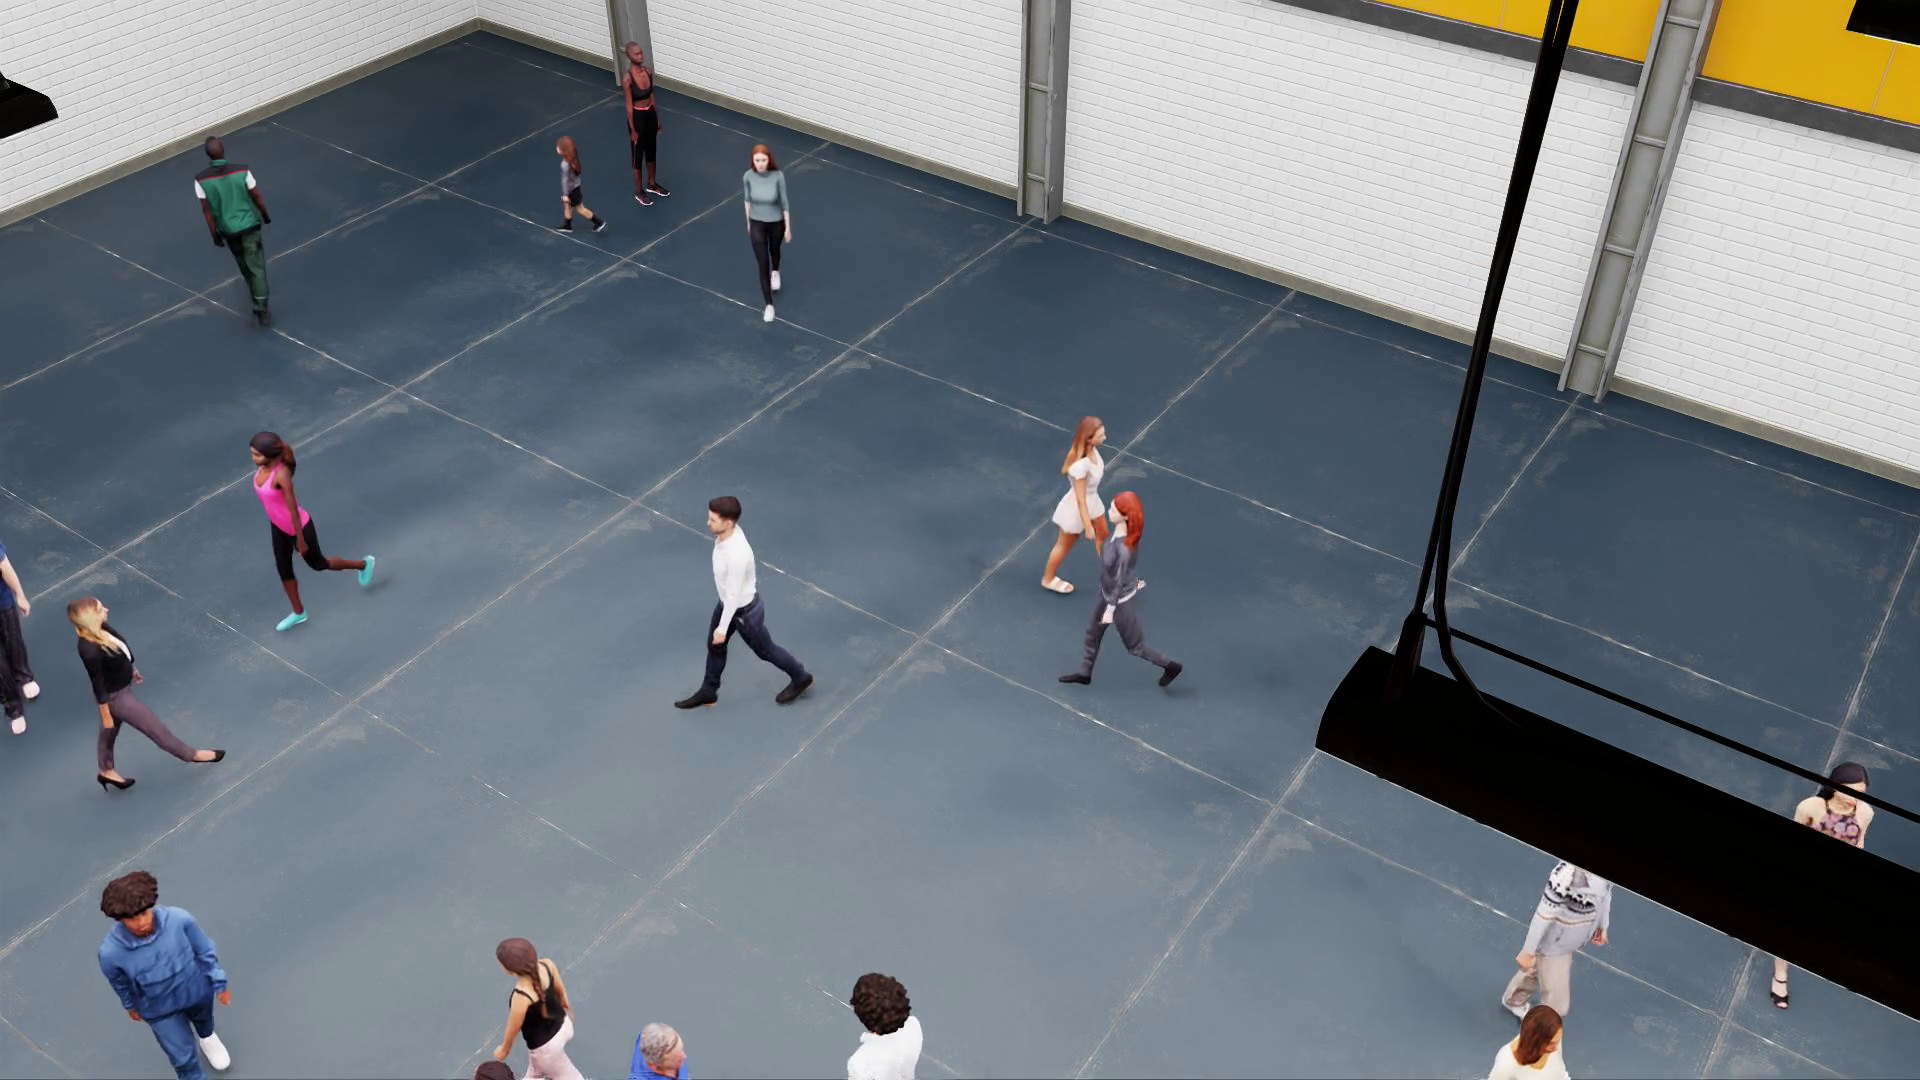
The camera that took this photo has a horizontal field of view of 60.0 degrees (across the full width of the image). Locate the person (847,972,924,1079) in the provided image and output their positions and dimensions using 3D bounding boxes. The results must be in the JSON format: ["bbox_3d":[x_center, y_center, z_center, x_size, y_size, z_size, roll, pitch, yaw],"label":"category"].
[{"bbox_3d":[-0.320,2.967,8.514,0.765,1.787,0.807,-27,46,-29],"label":"person"}]

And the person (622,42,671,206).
[{"bbox_3d":[-3.425,-4.509,17.899,0.529,1.757,0.573,25,45,28],"label":"person"}]

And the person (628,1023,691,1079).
[{"bbox_3d":[-1.617,3.015,8.455,1.259,1.786,1.047,4,39,5],"label":"person"}]

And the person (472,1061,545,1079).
[{"bbox_3d":[-2.147,3.197,8.375,0.740,1.602,0.665,28,47,31],"label":"person"}]

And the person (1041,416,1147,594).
[{"bbox_3d":[0.830,-0.245,12.641,1.090,1.657,0.748,13,40,15],"label":"person"}]

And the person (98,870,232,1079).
[{"bbox_3d":[-4.374,2.428,9.201,0.906,1.771,1.198,-26,45,-29],"label":"person"}]

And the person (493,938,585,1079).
[{"bbox_3d":[-2.164,2.730,9.027,1.122,1.516,0.771,9,40,12],"label":"person"}]

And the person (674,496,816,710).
[{"bbox_3d":[-1.431,0.465,11.610,1.183,1.833,1.249,-12,40,-15],"label":"person"}]

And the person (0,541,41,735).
[{"bbox_3d":[-6.865,0.414,11.663,0.808,1.848,0.962,-29,47,-31],"label":"person"}]

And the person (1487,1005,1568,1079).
[{"bbox_3d":[2.818,2.903,8.692,0.765,1.665,0.948,-26,46,-29],"label":"person"}]

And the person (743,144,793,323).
[{"bbox_3d":[-1.854,-3.063,16.138,1.155,1.695,1.117,-1,39,-2],"label":"person"}]

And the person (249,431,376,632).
[{"bbox_3d":[-4.911,-0.128,12.462,1.056,1.696,0.726,31,48,33],"label":"person"}]

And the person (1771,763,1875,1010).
[{"bbox_3d":[5.013,1.913,9.870,1.155,1.742,1.091,0,39,0],"label":"person"}]

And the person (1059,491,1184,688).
[{"bbox_3d":[1.198,0.419,11.737,1.164,1.746,1.028,-2,39,-2],"label":"person"}]

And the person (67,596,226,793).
[{"bbox_3d":[-5.682,1.072,11.014,1.015,1.628,1.084,-15,41,-18],"label":"person"}]

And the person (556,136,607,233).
[{"bbox_3d":[-4.014,-3.701,17.422,0.843,1.089,0.731,-1,39,-1],"label":"person"}]

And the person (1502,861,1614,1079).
[{"bbox_3d":[3.347,2.184,9.451,0.864,1.842,0.970,-26,45,-29],"label":"person"}]

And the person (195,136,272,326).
[{"bbox_3d":[-6.860,-2.908,15.884,1.180,1.770,1.298,-10,40,-12],"label":"person"}]
